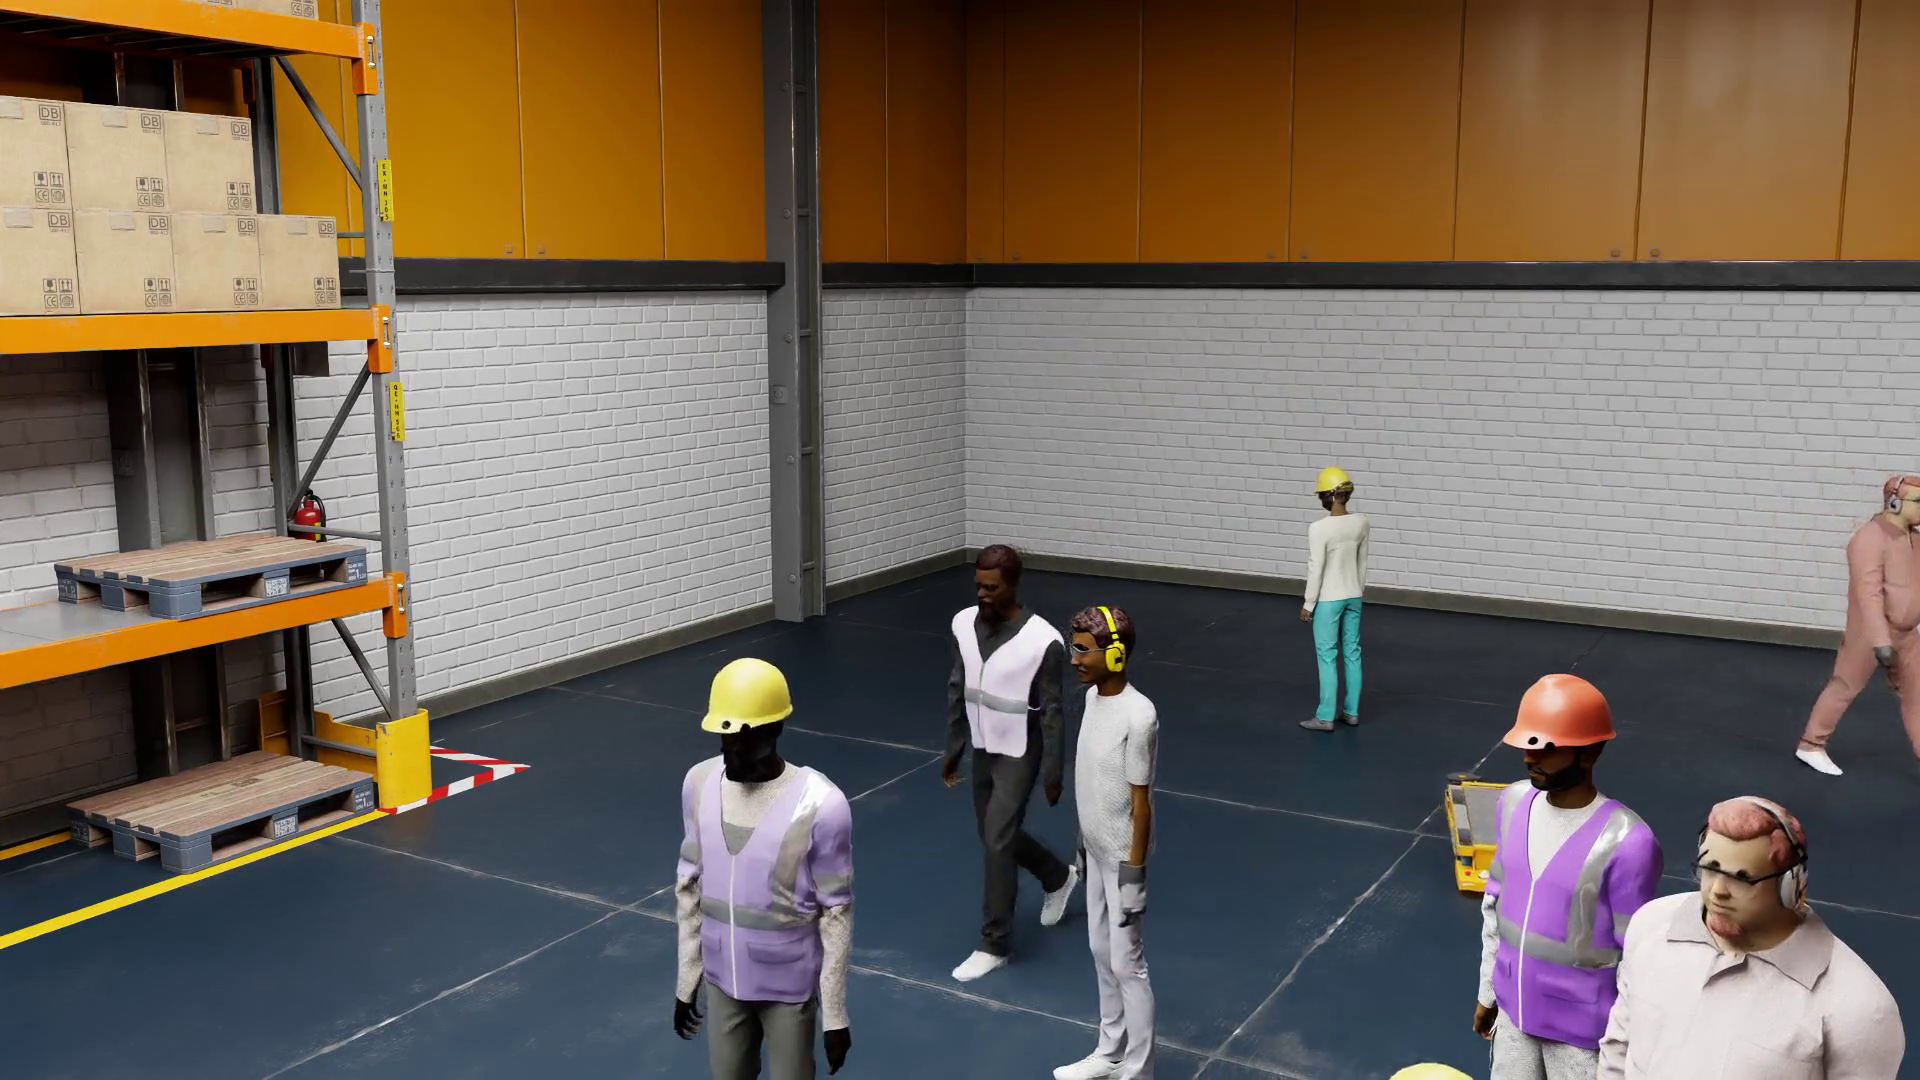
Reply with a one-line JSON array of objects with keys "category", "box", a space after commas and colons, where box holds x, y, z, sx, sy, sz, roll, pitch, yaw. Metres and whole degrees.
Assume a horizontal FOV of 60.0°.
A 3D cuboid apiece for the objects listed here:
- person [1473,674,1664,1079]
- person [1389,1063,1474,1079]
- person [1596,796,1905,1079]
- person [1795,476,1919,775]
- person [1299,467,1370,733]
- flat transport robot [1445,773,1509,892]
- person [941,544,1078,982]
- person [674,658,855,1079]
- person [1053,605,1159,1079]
[{"category": "person", "box": [1.660, 1.324, 4.679, 0.358, 1.936, 0.552, -5, 10, -28]}, {"category": "person", "box": [0.807, 1.719, 2.800, 0.543, 1.746, 0.598, -8, 12, -40]}, {"category": "person", "box": [1.689, 1.494, 3.718, 0.411, 1.908, 0.643, -7, 11, -35]}, {"category": "person", "box": [5.482, 0.544, 9.823, 0.653, 1.858, 1.011, -5, 10, -29]}, {"category": "person", "box": [2.474, 0.395, 11.027, 0.523, 1.764, 0.323, -6, 11, -32]}, {"category": "flat transport robot", "box": [2.898, 1.518, 8.653, 0.652, 0.197, 1.431, 2, 9, 13]}, {"category": "person", "box": [0.258, 0.926, 7.332, 0.812, 1.889, 0.585, -8, 12, -41]}, {"category": "person", "box": [-0.590, 1.290, 4.936, 0.618, 1.923, 0.392, 5, 10, 28]}, {"category": "person", "box": [0.542, 1.152, 6.007, 0.317, 1.859, 0.521, -3, 10, -19]}]
